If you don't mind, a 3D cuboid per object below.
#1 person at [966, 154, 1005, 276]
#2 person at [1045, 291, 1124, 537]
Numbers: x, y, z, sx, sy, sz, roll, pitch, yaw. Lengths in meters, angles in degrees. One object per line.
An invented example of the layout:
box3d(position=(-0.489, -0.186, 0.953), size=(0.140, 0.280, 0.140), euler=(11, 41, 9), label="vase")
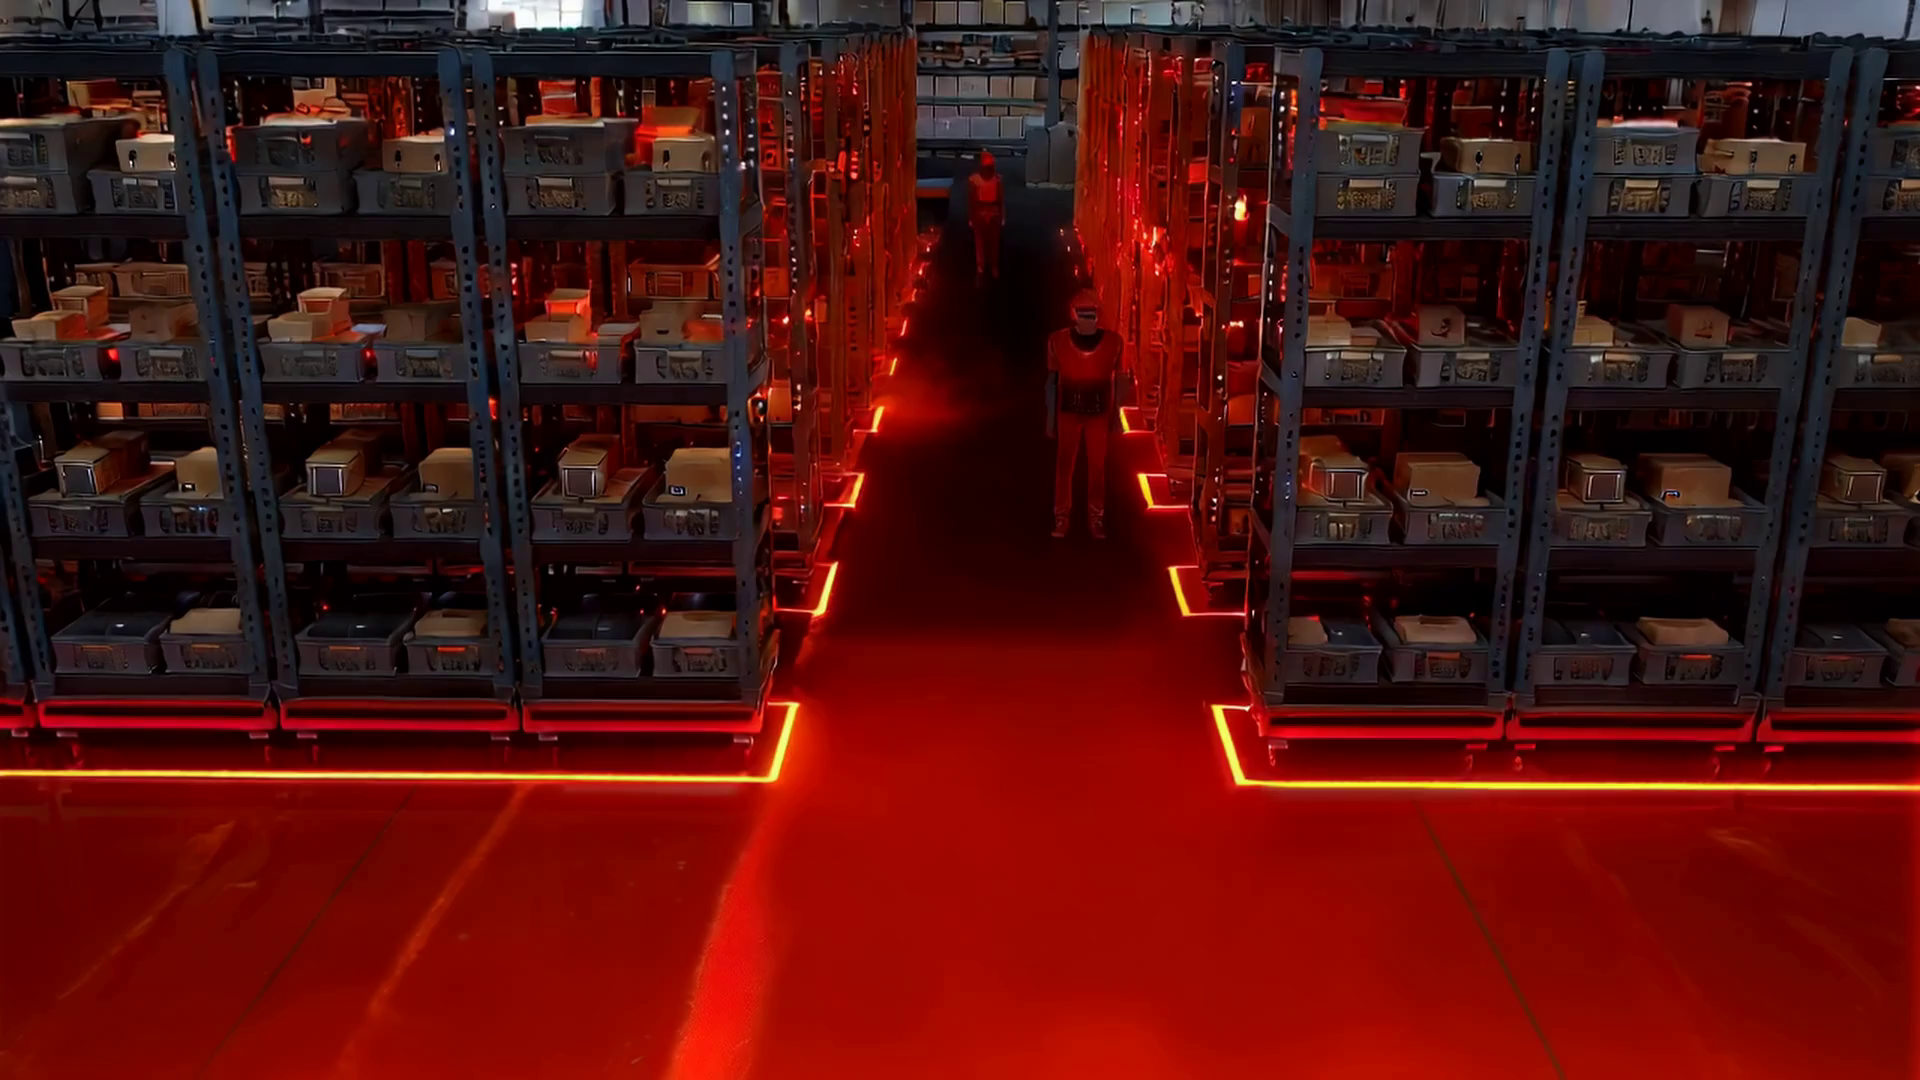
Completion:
box3d(position=(0.393, -4.866, 24.942), size=(0.603, 1.777, 0.950), euler=(-2, 18, -6), label="person")
box3d(position=(0.916, -0.936, 12.326), size=(0.572, 1.840, 0.373), euler=(1, 17, 2), label="person")
